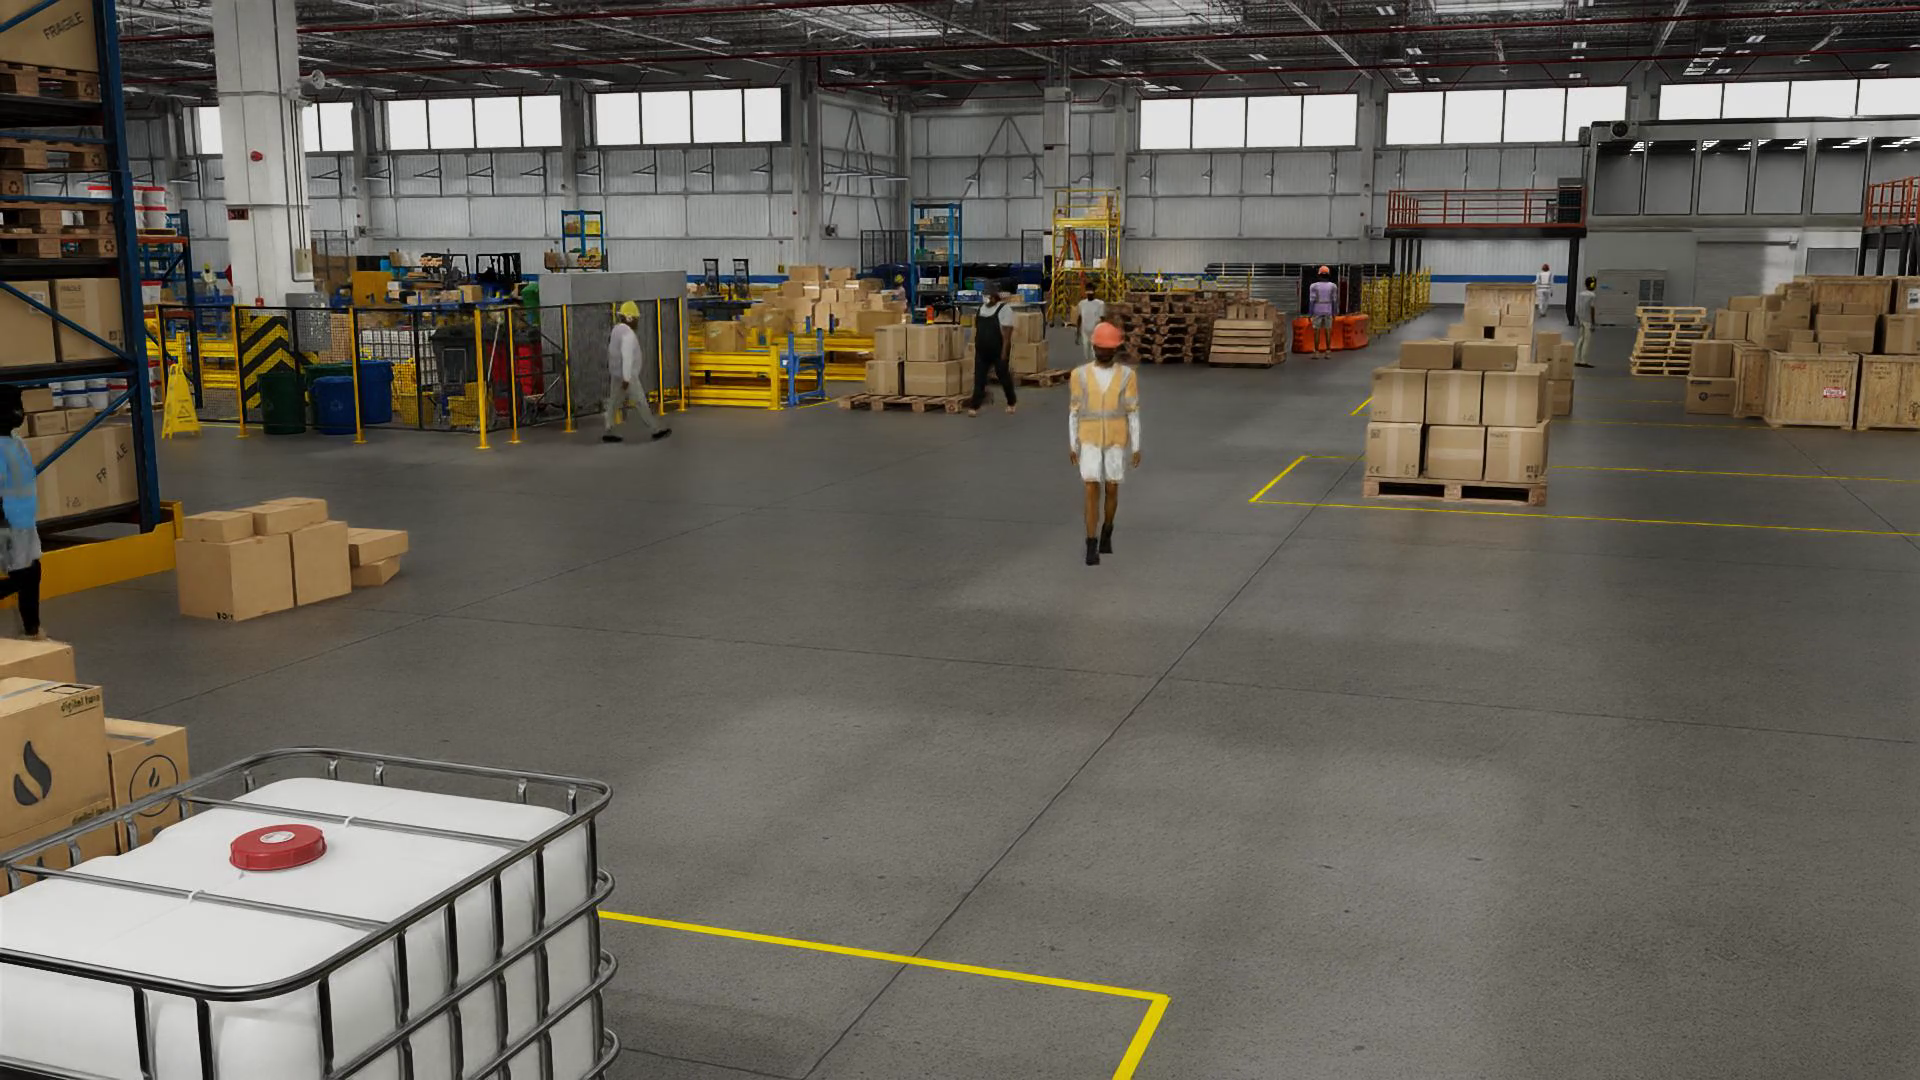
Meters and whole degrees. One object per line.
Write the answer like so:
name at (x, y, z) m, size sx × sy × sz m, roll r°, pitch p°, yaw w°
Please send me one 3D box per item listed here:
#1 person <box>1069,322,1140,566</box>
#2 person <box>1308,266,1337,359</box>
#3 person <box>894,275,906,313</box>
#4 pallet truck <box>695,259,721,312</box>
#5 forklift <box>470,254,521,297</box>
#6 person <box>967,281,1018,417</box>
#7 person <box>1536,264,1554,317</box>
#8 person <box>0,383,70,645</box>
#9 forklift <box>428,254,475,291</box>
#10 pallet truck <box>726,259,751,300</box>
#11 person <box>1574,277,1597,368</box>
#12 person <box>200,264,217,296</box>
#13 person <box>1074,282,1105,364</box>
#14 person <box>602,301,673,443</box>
person at (1.147, -0.776, 13.292) m, size 0.559 × 1.918 × 0.867 m, roll 0°, pitch 10°, yaw 2°
person at (7.931, -4.971, 36.424) m, size 0.616 × 2.041 × 0.378 m, roll -1°, pitch 10°, yaw -4°
person at (-1.514, -5.889, 42.469) m, size 0.472 × 1.735 × 0.606 m, roll -4°, pitch 11°, yaw -24°
pallet truck at (-9.165, -9.627, 62.776) m, size 0.823 × 1.965 × 1.885 m, roll 4°, pitch 11°, yaw 23°
forklift at (-17.990, -10.121, 64.684) m, size 1.157 × 1.987 × 2.680 m, roll 3°, pitch 11°, yaw 17°
person at (0.509, -2.842, 24.441) m, size 0.684 × 2.000 × 1.011 m, roll 6°, pitch 12°, yaw 30°
person at (20.118, -8.577, 57.256) m, size 0.583 × 1.863 × 0.752 m, roll 3°, pitch 11°, yaw 18°
person at (-5.783, -0.107, 10.026) m, size 0.552 × 1.682 × 0.546 m, roll -2°, pitch 10°, yaw -11°
forklift at (-20.133, -10.254, 65.465) m, size 1.157 × 1.987 × 2.680 m, roll 3°, pitch 11°, yaw 19°
pallet truck at (-7.986, -9.493, 62.019) m, size 0.823 × 1.965 × 1.885 m, roll 3°, pitch 11°, yaw 17°
person at (12.813, -4.444, 33.989) m, size 0.328 × 1.861 × 0.501 m, roll -3°, pitch 10°, yaw -15°
person at (-28.336, -9.518, 62.749) m, size 0.584 × 1.793 × 0.923 m, roll -4°, pitch 11°, yaw -21°
person at (2.281, -3.628, 29.445) m, size 0.513 × 1.844 × 0.627 m, roll 5°, pitch 11°, yaw 25°
person at (-4.147, -2.116, 21.071) m, size 0.918 × 1.784 × 0.614 m, roll -6°, pitch 12°, yaw -32°
